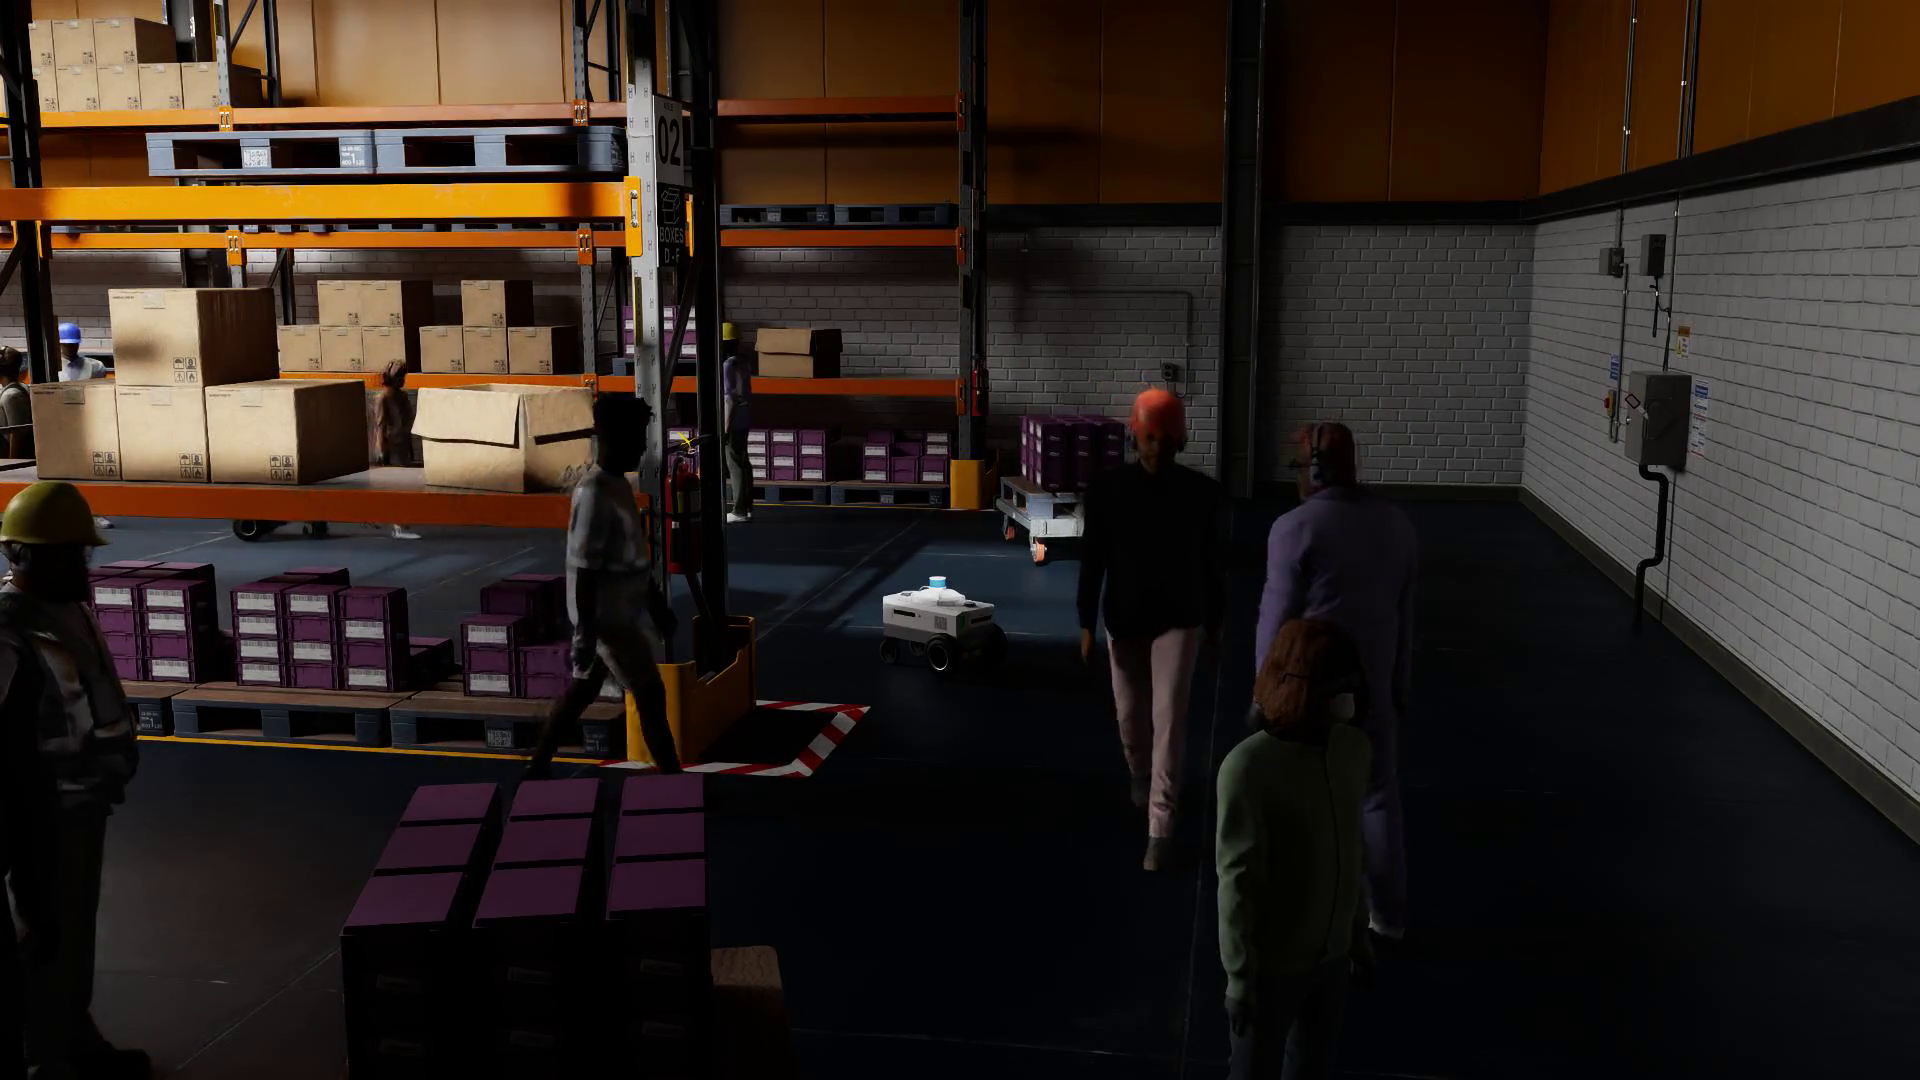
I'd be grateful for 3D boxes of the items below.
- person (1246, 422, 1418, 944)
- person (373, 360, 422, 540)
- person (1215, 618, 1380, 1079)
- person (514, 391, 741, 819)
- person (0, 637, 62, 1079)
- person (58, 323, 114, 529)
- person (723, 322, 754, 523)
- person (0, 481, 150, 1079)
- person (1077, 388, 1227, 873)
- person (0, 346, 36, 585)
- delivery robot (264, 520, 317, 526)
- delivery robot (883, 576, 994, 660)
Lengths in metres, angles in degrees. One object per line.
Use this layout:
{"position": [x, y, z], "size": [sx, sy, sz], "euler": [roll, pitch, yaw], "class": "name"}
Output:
{"position": [1.341, 0.528, 5.925], "size": [0.698, 1.882, 0.475], "euler": [-5, 10, -29], "class": "person"}
{"position": [-5.134, -0.809, 14.977], "size": [0.495, 1.621, 0.521], "euler": [1, 9, 6], "class": "person"}
{"position": [0.786, 0.980, 3.858], "size": [0.499, 1.634, 0.279], "euler": [-7, 12, -39], "class": "person"}
{"position": [-1.533, 0.300, 7.298], "size": [1.002, 1.906, 0.593], "euler": [-2, 9, -9], "class": "person"}
{"position": [-2.379, 0.850, 3.787], "size": [0.589, 1.920, 0.398], "euler": [-3, 10, -17], "class": "person"}
{"position": [-8.233, -1.046, 15.491], "size": [0.612, 1.944, 0.410], "euler": [-7, 12, -38], "class": "person"}
{"position": [-2.189, -1.120, 15.986], "size": [0.387, 1.926, 0.591], "euler": [2, 9, 10], "class": "person"}
{"position": [-2.563, 0.739, 4.754], "size": [0.403, 1.828, 0.596], "euler": [-2, 9, -12], "class": "person"}
{"position": [0.812, 0.313, 7.045], "size": [0.617, 1.949, 1.002], "euler": [1, 9, 9], "class": "person"}
{"position": [-7.287, -0.575, 12.853], "size": [0.343, 1.847, 0.506], "euler": [-3, 10, -19], "class": "person"}
{"position": [-6.142, -0.332, 15.052], "size": [0.707, 0.478, 0.477], "euler": [-1, 9, -6], "class": "delivery robot"}
{"position": [-0.136, 0.465, 10.107], "size": [0.707, 0.478, 0.477], "euler": [8, 12, 41], "class": "delivery robot"}
